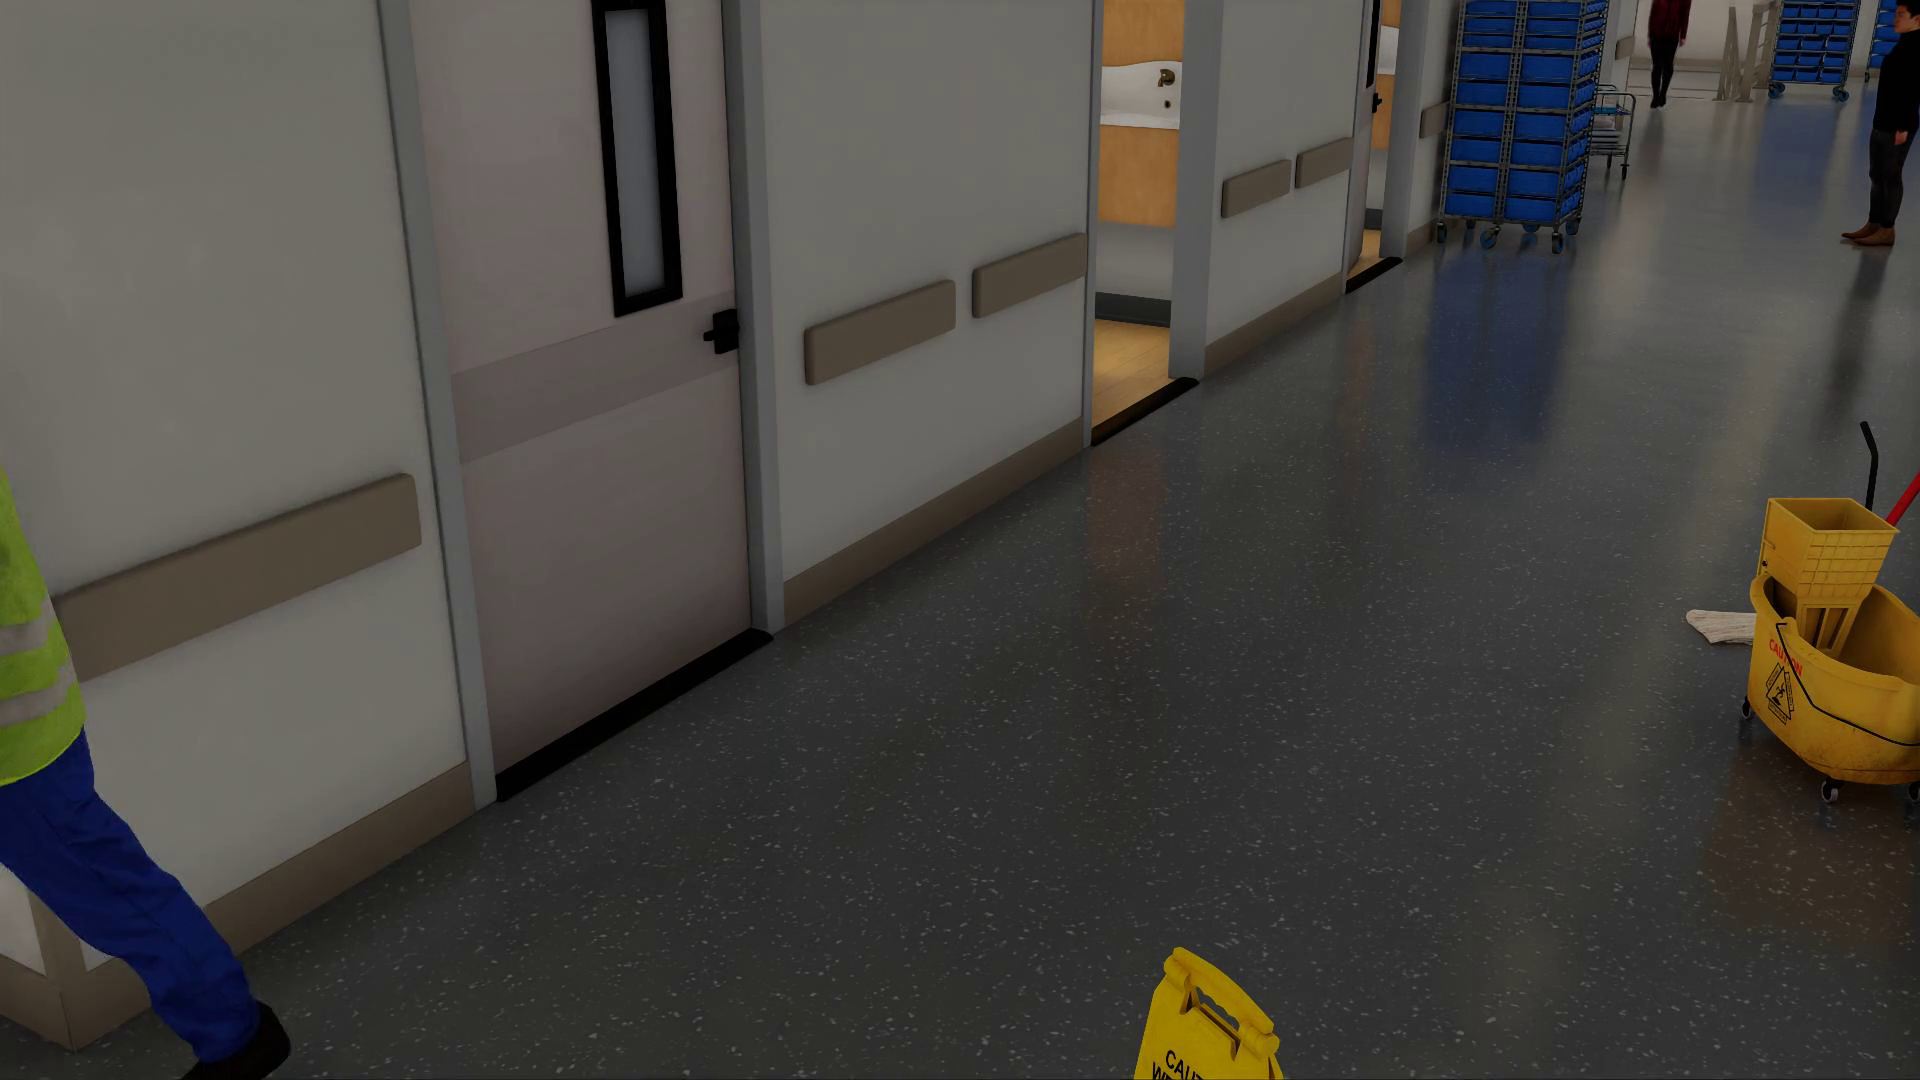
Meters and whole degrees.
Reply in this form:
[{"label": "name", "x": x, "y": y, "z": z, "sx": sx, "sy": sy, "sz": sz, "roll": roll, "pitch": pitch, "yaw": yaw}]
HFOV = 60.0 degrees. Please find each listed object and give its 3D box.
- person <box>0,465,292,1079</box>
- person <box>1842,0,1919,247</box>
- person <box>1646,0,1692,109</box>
[{"label": "person", "x": -1.632, "y": 0.368, "z": 2.962, "sx": 1.297, "sy": 1.752, "sz": 0.946, "roll": -18, "pitch": 27, "yaw": -39}, {"label": "person", "x": 6.668, "y": -2.984, "z": 11.854, "sx": 0.773, "sy": 1.723, "sz": 0.618, "roll": 3, "pitch": 21, "yaw": 7}, {"label": "person", "x": 8.527, "y": -6.070, "z": 20.129, "sx": 0.582, "sy": 1.633, "sz": 0.614, "roll": 11, "pitch": 23, "yaw": 27}]
